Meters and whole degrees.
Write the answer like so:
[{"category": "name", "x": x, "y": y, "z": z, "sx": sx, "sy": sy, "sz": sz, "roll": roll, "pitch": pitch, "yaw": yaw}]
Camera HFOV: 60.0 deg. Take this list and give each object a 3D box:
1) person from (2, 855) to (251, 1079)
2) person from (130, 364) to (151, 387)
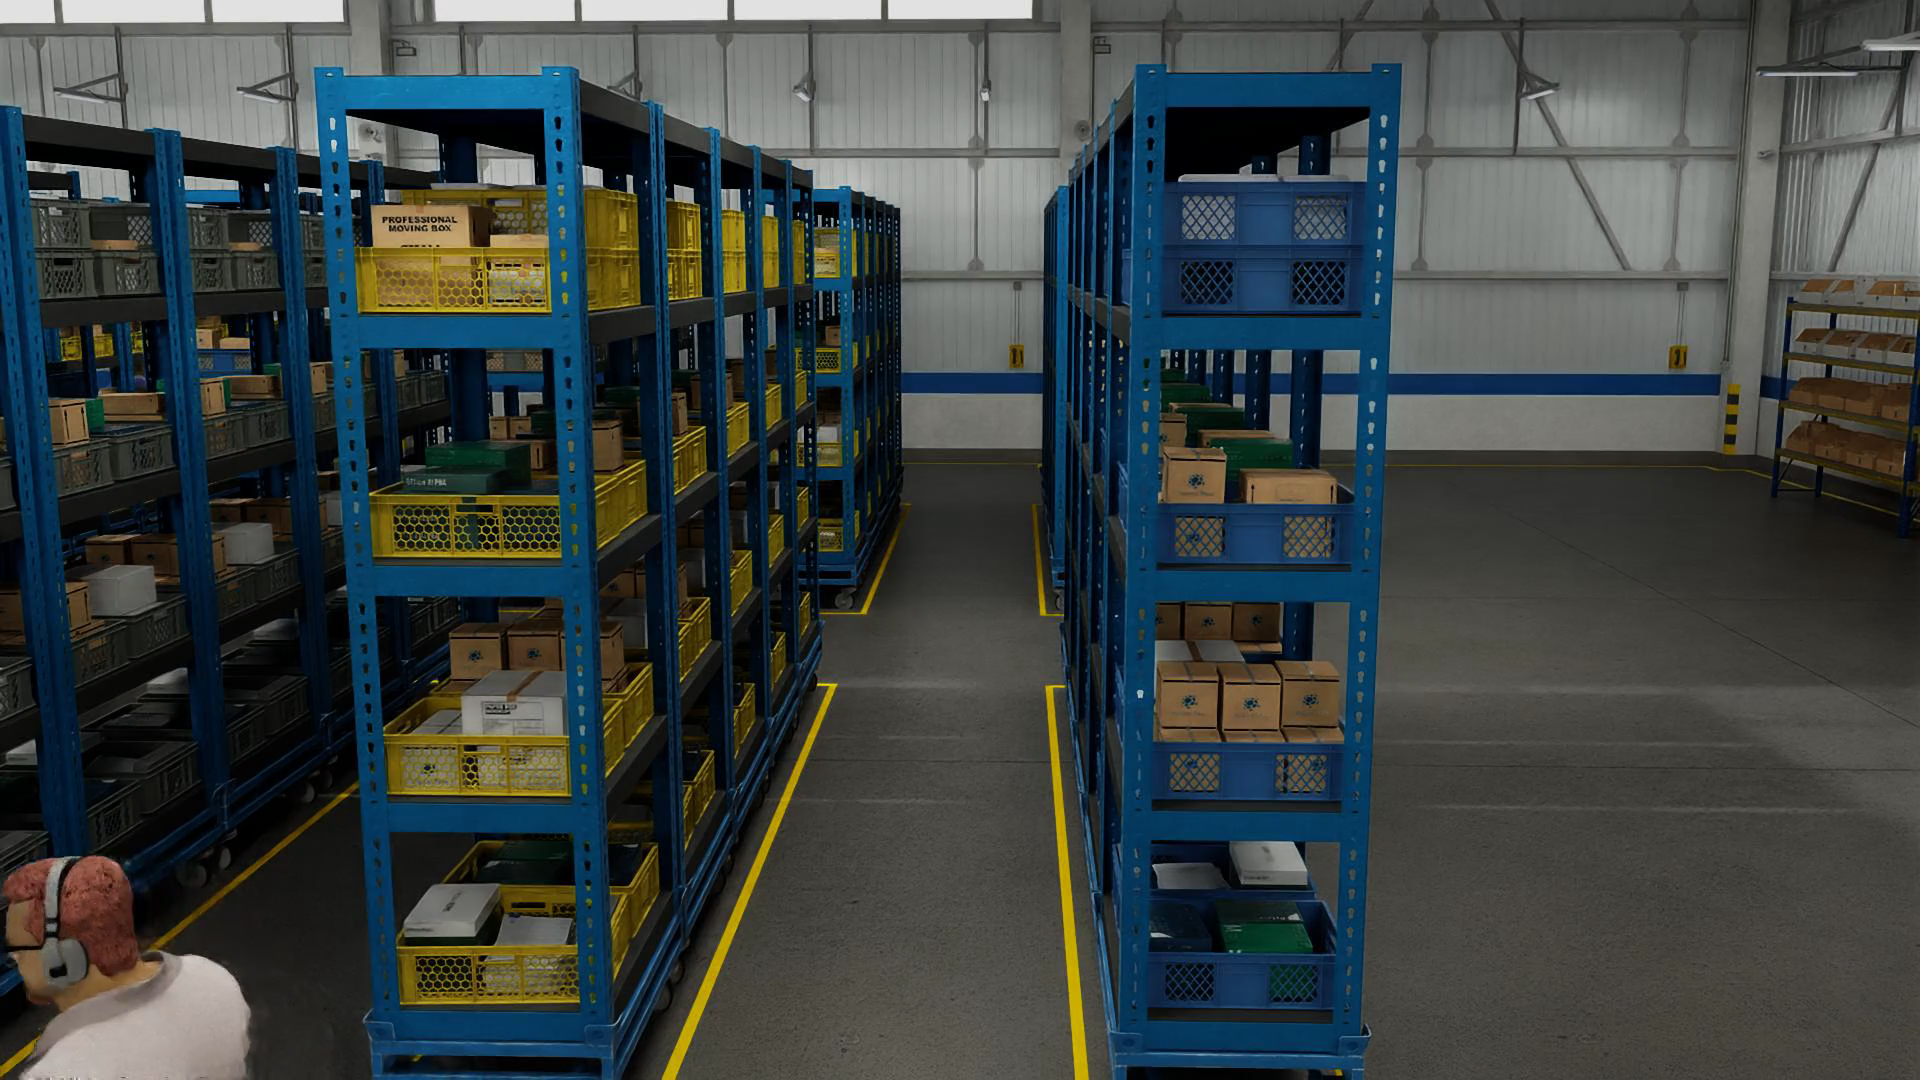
[{"category": "person", "x": -1.663, "y": 1.532, "z": 3.368, "sx": 0.462, "sy": 1.885, "sz": 0.663, "roll": 2, "pitch": 10, "yaw": 13}, {"category": "person", "x": -10.071, "y": -1.361, "z": 20.585, "sx": 0.696, "sy": 1.801, "sz": 0.786, "roll": -6, "pitch": 11, "yaw": -30}]
